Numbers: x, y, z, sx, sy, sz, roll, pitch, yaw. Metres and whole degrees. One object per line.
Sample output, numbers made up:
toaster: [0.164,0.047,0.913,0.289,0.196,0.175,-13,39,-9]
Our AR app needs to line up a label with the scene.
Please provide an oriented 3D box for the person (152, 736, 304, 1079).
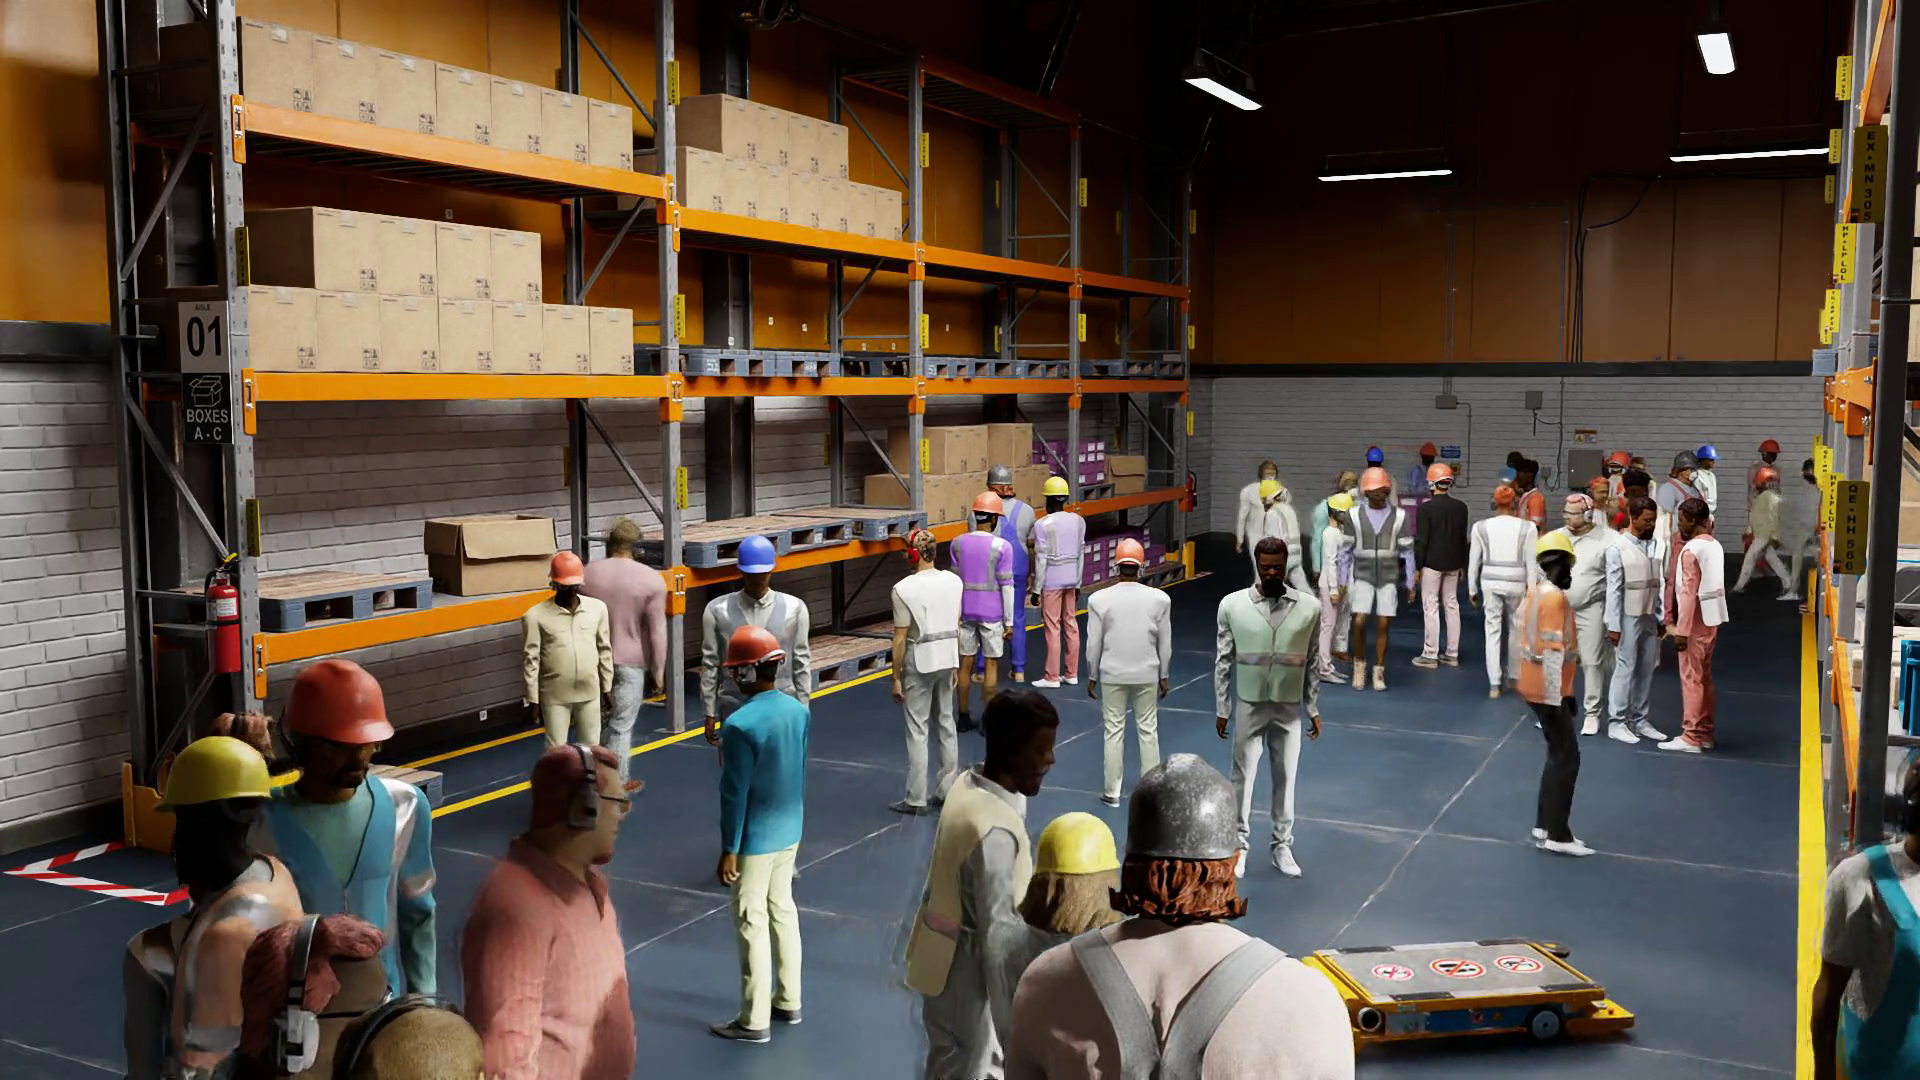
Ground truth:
person: [-1.803,1.433,4.019,0.482,1.903,0.635,-3,6,-27]

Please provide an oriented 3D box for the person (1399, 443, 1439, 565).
person: [7.029,-0.515,25.039,0.985,1.878,0.558,5,7,43]

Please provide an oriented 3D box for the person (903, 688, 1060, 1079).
person: [0.046,1.355,5.076,0.874,1.866,0.674,0,5,-4]

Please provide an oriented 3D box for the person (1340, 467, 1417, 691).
person: [3.754,0.363,14.890,0.676,2.019,0.536,1,5,13]

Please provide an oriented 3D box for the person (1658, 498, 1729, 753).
person: [5.548,0.641,12.508,0.405,1.909,0.597,5,7,40]

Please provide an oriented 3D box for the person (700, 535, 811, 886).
person: [-1.124,0.935,9.168,0.611,1.938,0.412,-1,5,-10]

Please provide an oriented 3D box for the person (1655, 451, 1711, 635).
person: [8.010,0.029,18.370,0.672,2.000,0.536,-4,7,-39]

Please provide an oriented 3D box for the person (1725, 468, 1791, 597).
person: [10.415,-0.089,21.511,0.891,1.696,0.578,1,5,12]

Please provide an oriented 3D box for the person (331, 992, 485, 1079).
person: [-0.785,1.573,2.359,0.368,1.932,0.633,5,7,44]

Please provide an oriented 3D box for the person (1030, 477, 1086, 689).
person: [0.878,0.389,15.095,0.586,1.928,0.364,-4,7,-40]

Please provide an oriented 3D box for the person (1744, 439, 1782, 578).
person: [11.524,-0.447,23.812,0.612,1.985,0.411,-3,6,-26]

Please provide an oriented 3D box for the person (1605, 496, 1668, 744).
person: [5.209,0.609,12.852,0.604,1.906,0.399,-3,6,-30]

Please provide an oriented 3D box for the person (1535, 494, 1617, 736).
person: [4.871,0.585,13.130,0.642,1.903,0.399,5,7,45]

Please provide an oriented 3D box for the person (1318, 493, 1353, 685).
person: [3.481,0.445,15.393,0.323,1.761,0.523,2,6,17]

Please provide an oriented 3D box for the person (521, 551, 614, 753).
person: [-2.406,0.931,10.272,0.573,1.738,0.354,-4,6,-35]

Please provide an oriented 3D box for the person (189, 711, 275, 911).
person: [-2.502,1.403,5.772,0.313,1.631,0.519,-1,5,-11]

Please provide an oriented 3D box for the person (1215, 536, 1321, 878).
person: [1.724,0.929,9.333,0.597,1.916,0.372,0,5,-2]

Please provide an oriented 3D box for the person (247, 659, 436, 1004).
person: [-1.706,1.326,4.538,0.616,2.028,0.465,-5,7,-43]

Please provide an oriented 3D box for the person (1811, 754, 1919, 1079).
person: [2.522,1.435,4.363,0.523,1.822,0.432,-1,5,-14]

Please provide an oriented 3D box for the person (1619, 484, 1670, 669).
person: [6.626,0.300,16.185,0.619,1.906,0.425,-2,6,-20]

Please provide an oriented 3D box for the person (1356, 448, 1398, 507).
person: [5.318,-0.207,21.398,0.616,1.945,0.398,1,5,13]

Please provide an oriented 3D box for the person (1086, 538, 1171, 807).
person: [1.098,0.865,10.887,0.563,1.752,0.341,0,5,-2]

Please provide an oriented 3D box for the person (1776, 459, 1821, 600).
person: [10.907,-0.124,21.135,0.865,1.840,0.518,-1,5,-9]

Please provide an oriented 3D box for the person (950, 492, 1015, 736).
person: [0.189,0.580,13.079,0.549,1.924,0.386,3,6,28]

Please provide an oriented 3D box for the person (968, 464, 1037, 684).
person: [0.346,0.309,15.354,0.689,2.000,0.539,-2,6,-23]

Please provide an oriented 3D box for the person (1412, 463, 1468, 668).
person: [4.667,0.249,16.237,0.623,1.992,0.391,-2,6,-24]

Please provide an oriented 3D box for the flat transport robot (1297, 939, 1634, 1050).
flat transport robot: [2.071,1.944,7.169,1.431,0.197,0.652,-1,5,-9]

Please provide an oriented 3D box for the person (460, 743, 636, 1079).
person: [-0.981,1.445,4.035,0.401,1.886,0.685,0,5,1]

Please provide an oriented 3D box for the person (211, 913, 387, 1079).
person: [-1.063,1.553,2.744,0.400,1.900,0.646,0,5,-3]

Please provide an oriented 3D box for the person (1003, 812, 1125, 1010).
person: [0.301,1.524,4.244,0.953,1.673,0.486,-3,6,-32]

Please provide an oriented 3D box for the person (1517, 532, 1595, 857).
person: [3.530,0.904,9.886,0.416,1.869,0.665,2,6,16]

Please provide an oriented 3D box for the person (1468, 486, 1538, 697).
person: [4.867,0.441,14.895,0.600,1.852,0.868,2,6,23]

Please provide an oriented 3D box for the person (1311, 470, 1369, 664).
person: [3.787,0.270,16.383,0.642,1.923,0.434,-2,6,-22]

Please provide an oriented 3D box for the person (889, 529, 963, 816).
person: [-0.206,0.847,10.663,0.560,1.836,0.393,-5,7,-42]

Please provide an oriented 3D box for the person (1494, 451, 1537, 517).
person: [8.083,-0.396,24.274,0.632,1.796,0.952,0,5,1]

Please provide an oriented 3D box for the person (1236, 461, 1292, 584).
person: [3.615,-0.010,19.765,0.647,1.879,1.028,-1,5,-8]

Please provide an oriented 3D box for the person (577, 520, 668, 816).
person: [-2.179,0.820,10.738,0.643,1.893,0.733,1,5,8]

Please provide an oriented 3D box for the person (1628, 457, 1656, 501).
person: [8.855,-0.181,21.829,0.505,1.827,0.412,4,6,34]

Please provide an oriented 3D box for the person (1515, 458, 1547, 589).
person: [6.247,0.082,18.258,0.374,1.959,0.608,1,5,13]

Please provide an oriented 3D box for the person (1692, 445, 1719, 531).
person: [9.991,-0.301,22.400,0.604,1.949,0.398,-5,7,-41]

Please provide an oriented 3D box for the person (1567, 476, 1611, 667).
person: [6.190,0.308,16.259,0.587,1.877,0.345,-1,5,-7]

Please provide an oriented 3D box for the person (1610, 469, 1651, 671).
person: [6.324,0.314,15.689,0.367,1.966,0.605,2,6,18]

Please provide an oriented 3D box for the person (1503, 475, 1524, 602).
person: [7.030,-0.012,21.044,0.516,1.627,0.280,-4,7,-37]

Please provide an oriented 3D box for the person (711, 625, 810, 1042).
person: [-0.857,1.228,7.060,0.349,1.740,0.575,2,6,25]

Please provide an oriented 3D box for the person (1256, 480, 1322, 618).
person: [3.532,0.219,18.054,1.093,1.735,0.607,4,7,39]

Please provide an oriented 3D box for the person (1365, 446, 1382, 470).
person: [6.804,-0.671,27.395,0.318,1.756,0.562,1,5,13]
